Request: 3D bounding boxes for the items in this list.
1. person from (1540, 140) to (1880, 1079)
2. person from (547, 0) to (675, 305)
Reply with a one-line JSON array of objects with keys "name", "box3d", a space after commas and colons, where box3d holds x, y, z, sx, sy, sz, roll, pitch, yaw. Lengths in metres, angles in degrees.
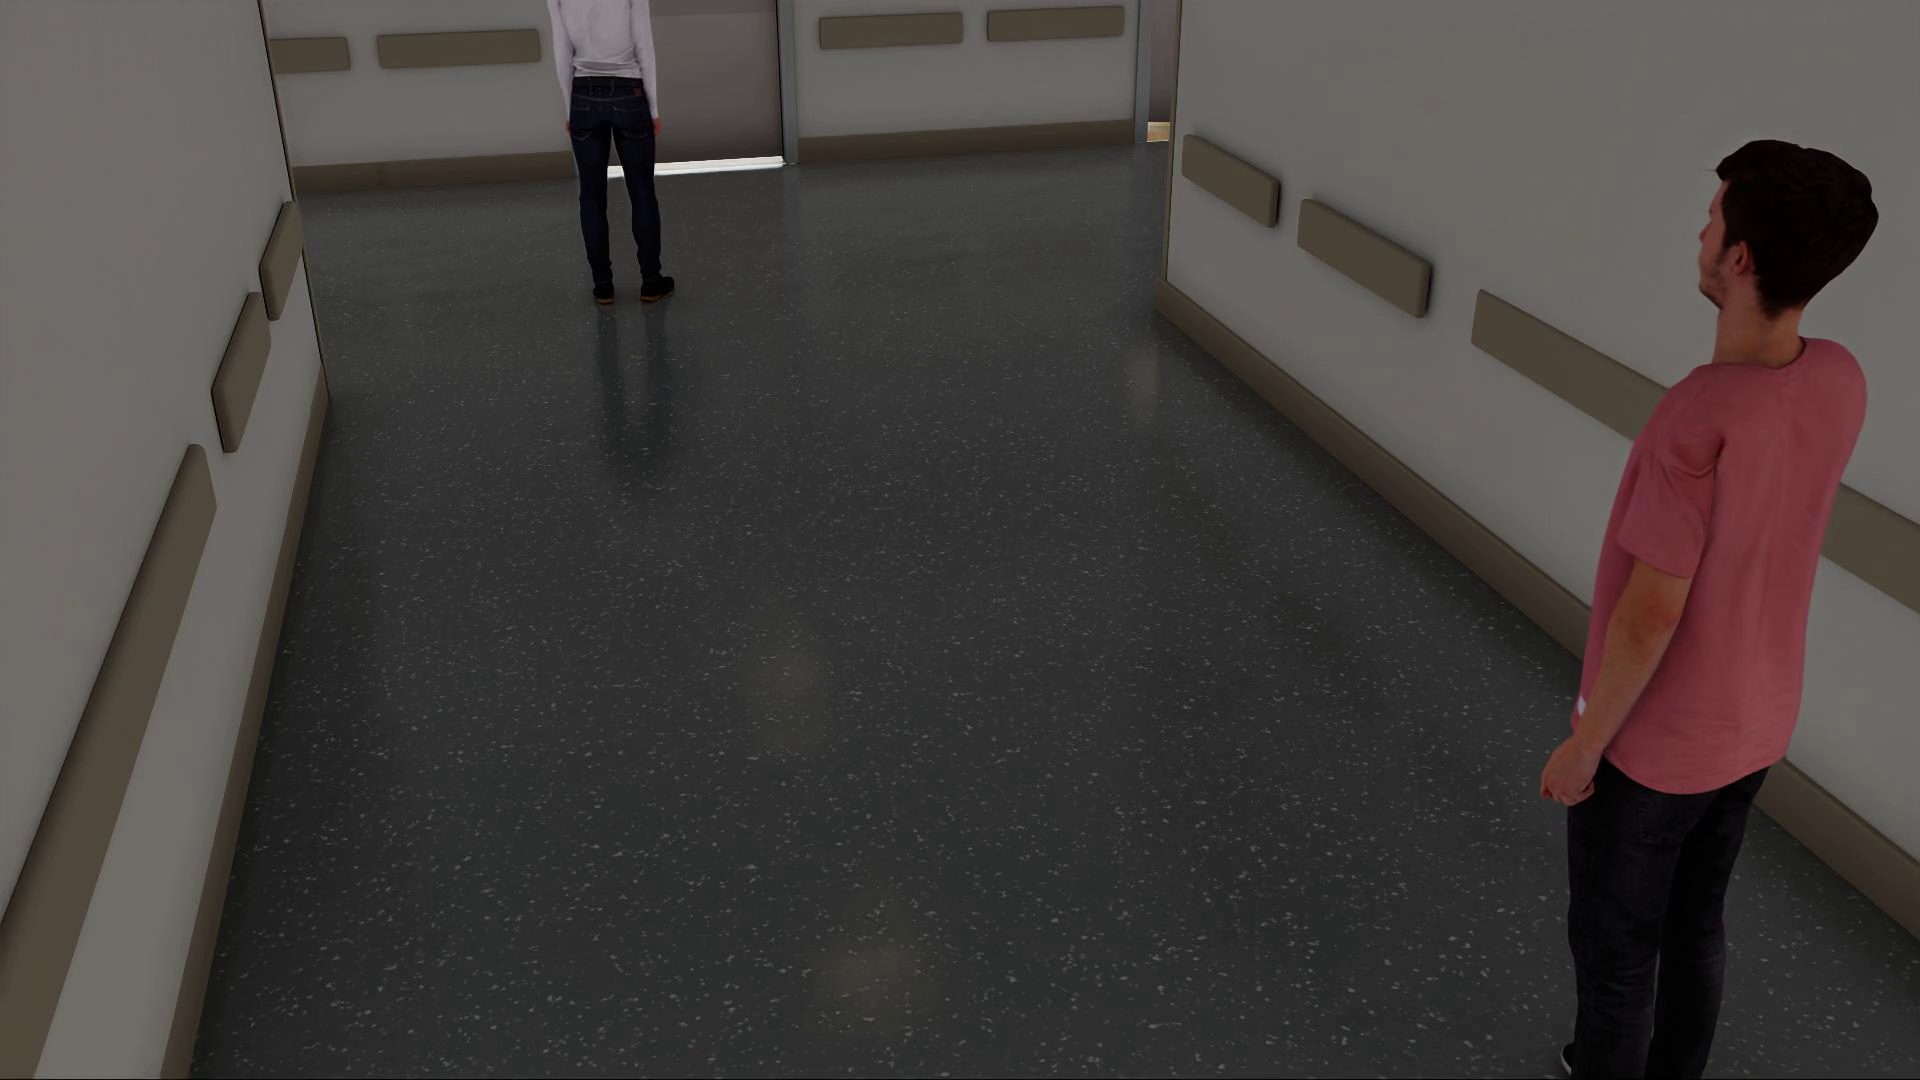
[{"name": "person", "box3d": [1.225, 0.313, 2.812, 0.614, 1.958, 0.761, -18, 31, -32]}, {"name": "person", "box3d": [-1.644, -2.036, 7.787, 0.591, 1.868, 0.726, -1, 26, -2]}]
